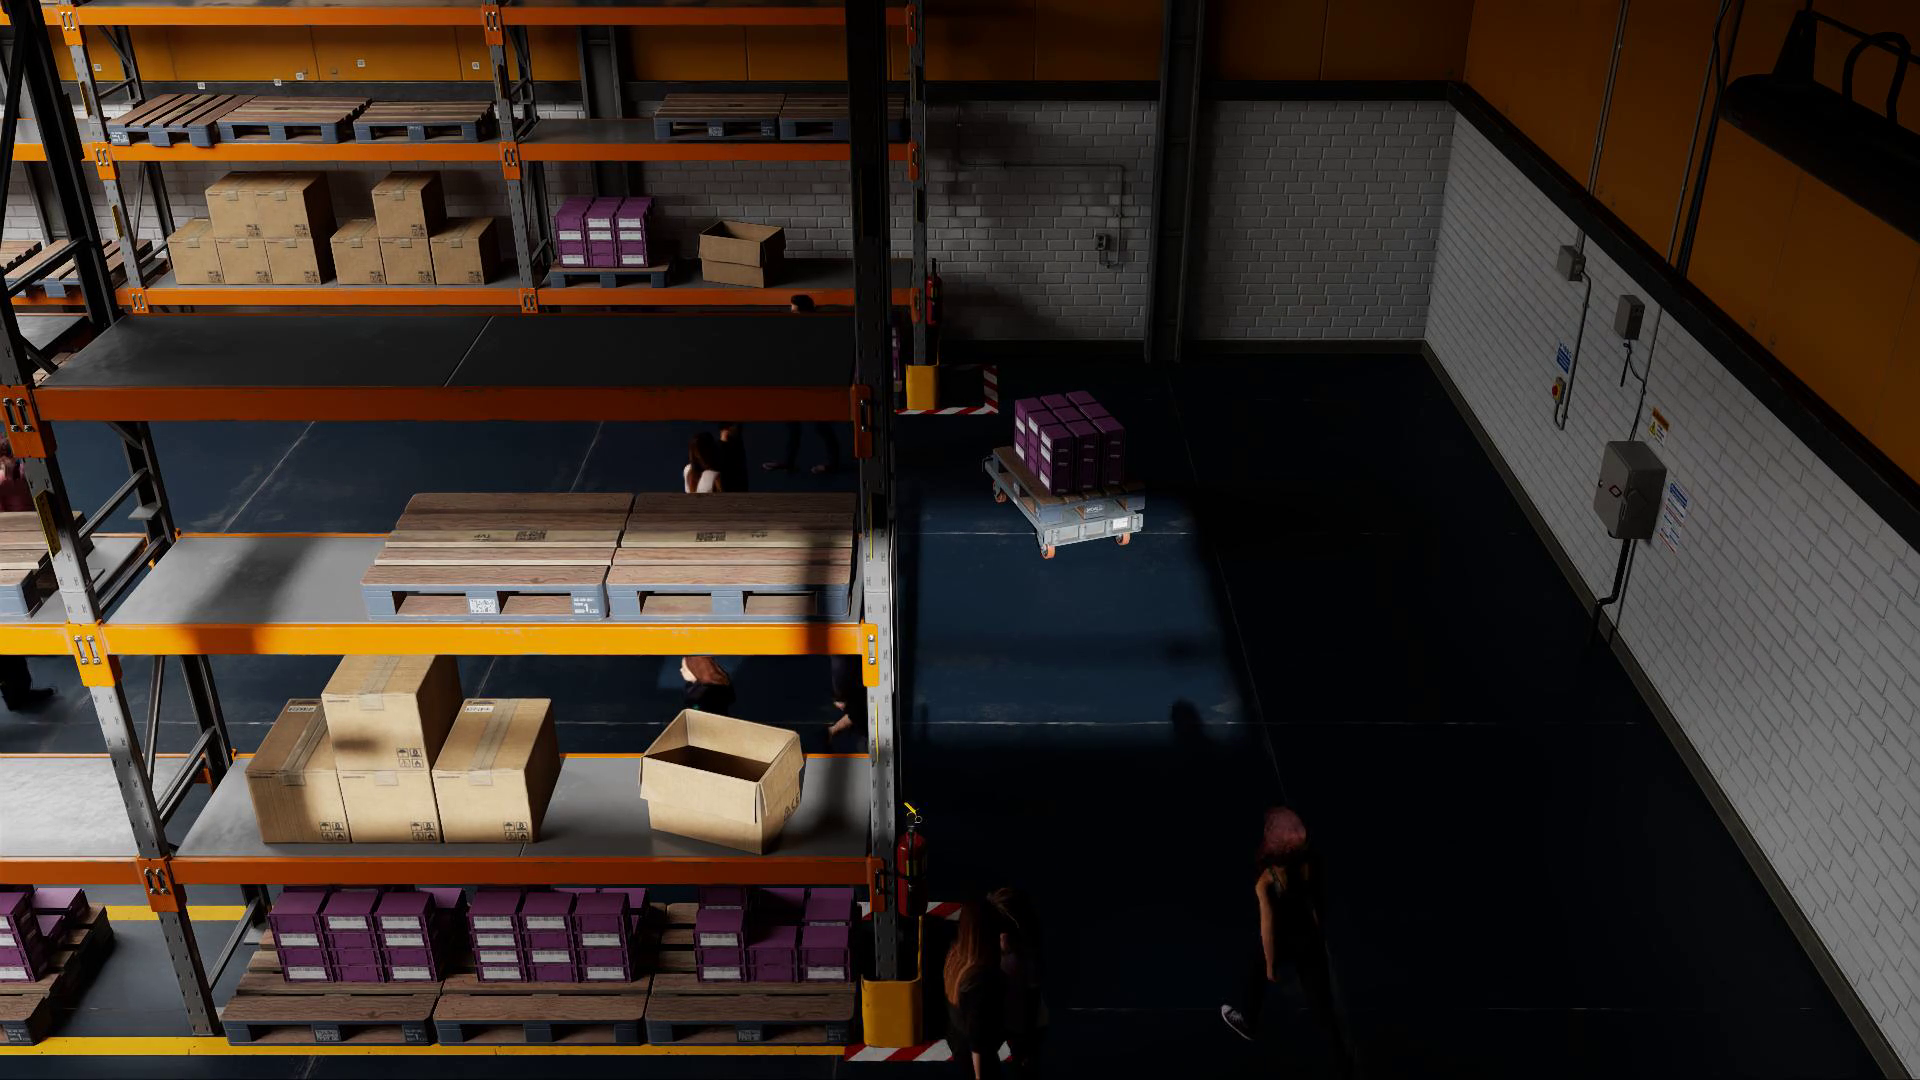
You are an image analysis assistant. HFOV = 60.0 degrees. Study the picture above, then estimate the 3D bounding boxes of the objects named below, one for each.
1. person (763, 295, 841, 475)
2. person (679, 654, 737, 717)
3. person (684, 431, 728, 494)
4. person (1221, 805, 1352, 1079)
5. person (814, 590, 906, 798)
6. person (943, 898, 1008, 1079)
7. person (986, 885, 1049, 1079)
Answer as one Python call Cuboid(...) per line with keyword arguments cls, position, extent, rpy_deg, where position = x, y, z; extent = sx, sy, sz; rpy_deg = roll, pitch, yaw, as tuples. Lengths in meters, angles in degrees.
Cuboid(cls="person", position=(-1.336, -1.456, 15.782), extent=(1.094, 1.818, 0.955), rpy_deg=(-11, 30, -19))
Cuboid(cls="person", position=(-1.592, 1.368, 10.953), extent=(0.752, 1.483, 0.596), rpy_deg=(1, 29, 3))
Cuboid(cls="person", position=(-2.067, 0.022, 13.145), extent=(1.028, 1.748, 0.987), rpy_deg=(19, 34, 31))
Cuboid(cls="person", position=(1.851, 2.293, 9.021), extent=(1.284, 1.711, 1.089), rpy_deg=(-11, 30, -19))
Cuboid(cls="person", position=(-0.721, 1.003, 11.463), extent=(1.176, 1.637, 1.042), rpy_deg=(18, 33, 29))
Cuboid(cls="person", position=(-0.025, 2.594, 8.504), extent=(0.934, 1.678, 0.771), rpy_deg=(-5, 29, -9))
Cuboid(cls="person", position=(0.356, 2.462, 8.708), extent=(0.781, 1.714, 0.769), rpy_deg=(-17, 33, -28))
